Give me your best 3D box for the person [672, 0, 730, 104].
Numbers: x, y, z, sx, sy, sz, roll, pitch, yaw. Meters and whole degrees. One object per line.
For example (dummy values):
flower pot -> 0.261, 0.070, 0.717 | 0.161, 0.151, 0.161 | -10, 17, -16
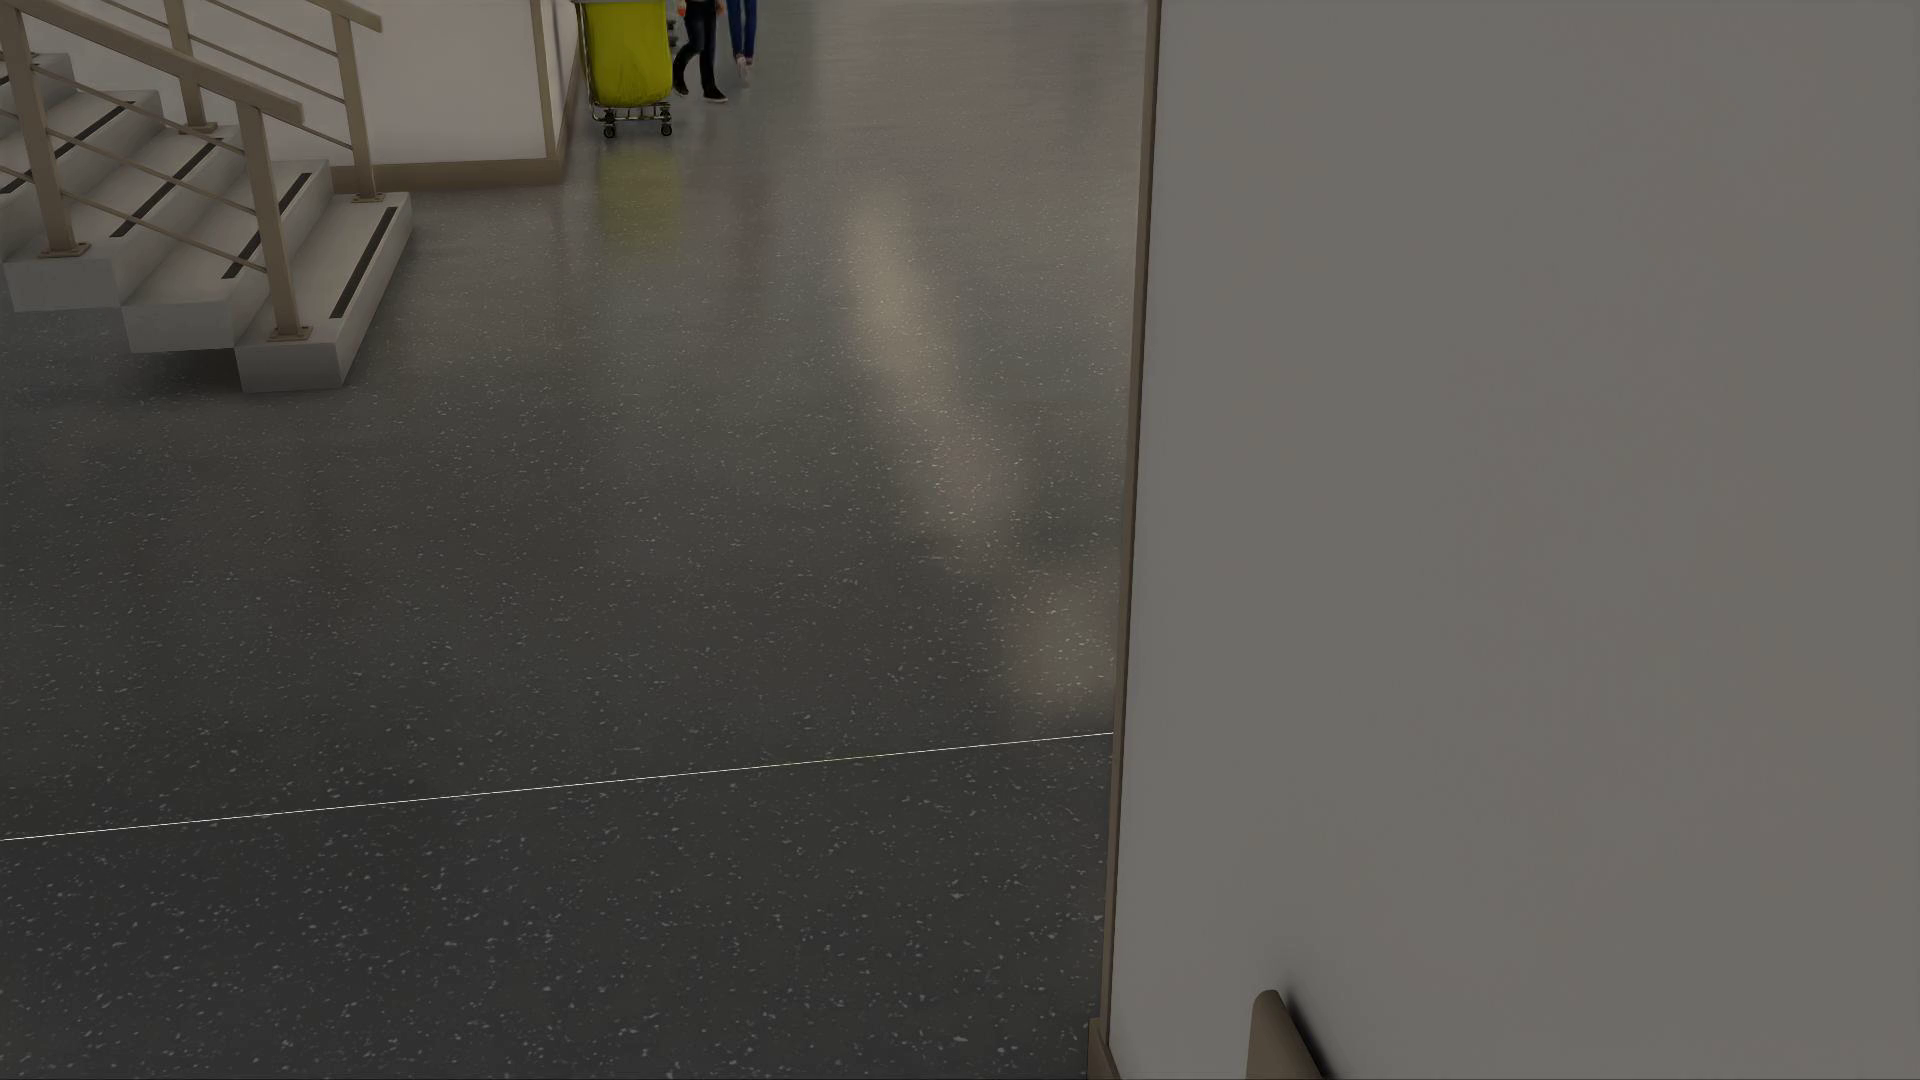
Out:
person -> -1.980, -3.965, 12.242 | 0.825, 1.452, 0.762 | 16, 30, 30
